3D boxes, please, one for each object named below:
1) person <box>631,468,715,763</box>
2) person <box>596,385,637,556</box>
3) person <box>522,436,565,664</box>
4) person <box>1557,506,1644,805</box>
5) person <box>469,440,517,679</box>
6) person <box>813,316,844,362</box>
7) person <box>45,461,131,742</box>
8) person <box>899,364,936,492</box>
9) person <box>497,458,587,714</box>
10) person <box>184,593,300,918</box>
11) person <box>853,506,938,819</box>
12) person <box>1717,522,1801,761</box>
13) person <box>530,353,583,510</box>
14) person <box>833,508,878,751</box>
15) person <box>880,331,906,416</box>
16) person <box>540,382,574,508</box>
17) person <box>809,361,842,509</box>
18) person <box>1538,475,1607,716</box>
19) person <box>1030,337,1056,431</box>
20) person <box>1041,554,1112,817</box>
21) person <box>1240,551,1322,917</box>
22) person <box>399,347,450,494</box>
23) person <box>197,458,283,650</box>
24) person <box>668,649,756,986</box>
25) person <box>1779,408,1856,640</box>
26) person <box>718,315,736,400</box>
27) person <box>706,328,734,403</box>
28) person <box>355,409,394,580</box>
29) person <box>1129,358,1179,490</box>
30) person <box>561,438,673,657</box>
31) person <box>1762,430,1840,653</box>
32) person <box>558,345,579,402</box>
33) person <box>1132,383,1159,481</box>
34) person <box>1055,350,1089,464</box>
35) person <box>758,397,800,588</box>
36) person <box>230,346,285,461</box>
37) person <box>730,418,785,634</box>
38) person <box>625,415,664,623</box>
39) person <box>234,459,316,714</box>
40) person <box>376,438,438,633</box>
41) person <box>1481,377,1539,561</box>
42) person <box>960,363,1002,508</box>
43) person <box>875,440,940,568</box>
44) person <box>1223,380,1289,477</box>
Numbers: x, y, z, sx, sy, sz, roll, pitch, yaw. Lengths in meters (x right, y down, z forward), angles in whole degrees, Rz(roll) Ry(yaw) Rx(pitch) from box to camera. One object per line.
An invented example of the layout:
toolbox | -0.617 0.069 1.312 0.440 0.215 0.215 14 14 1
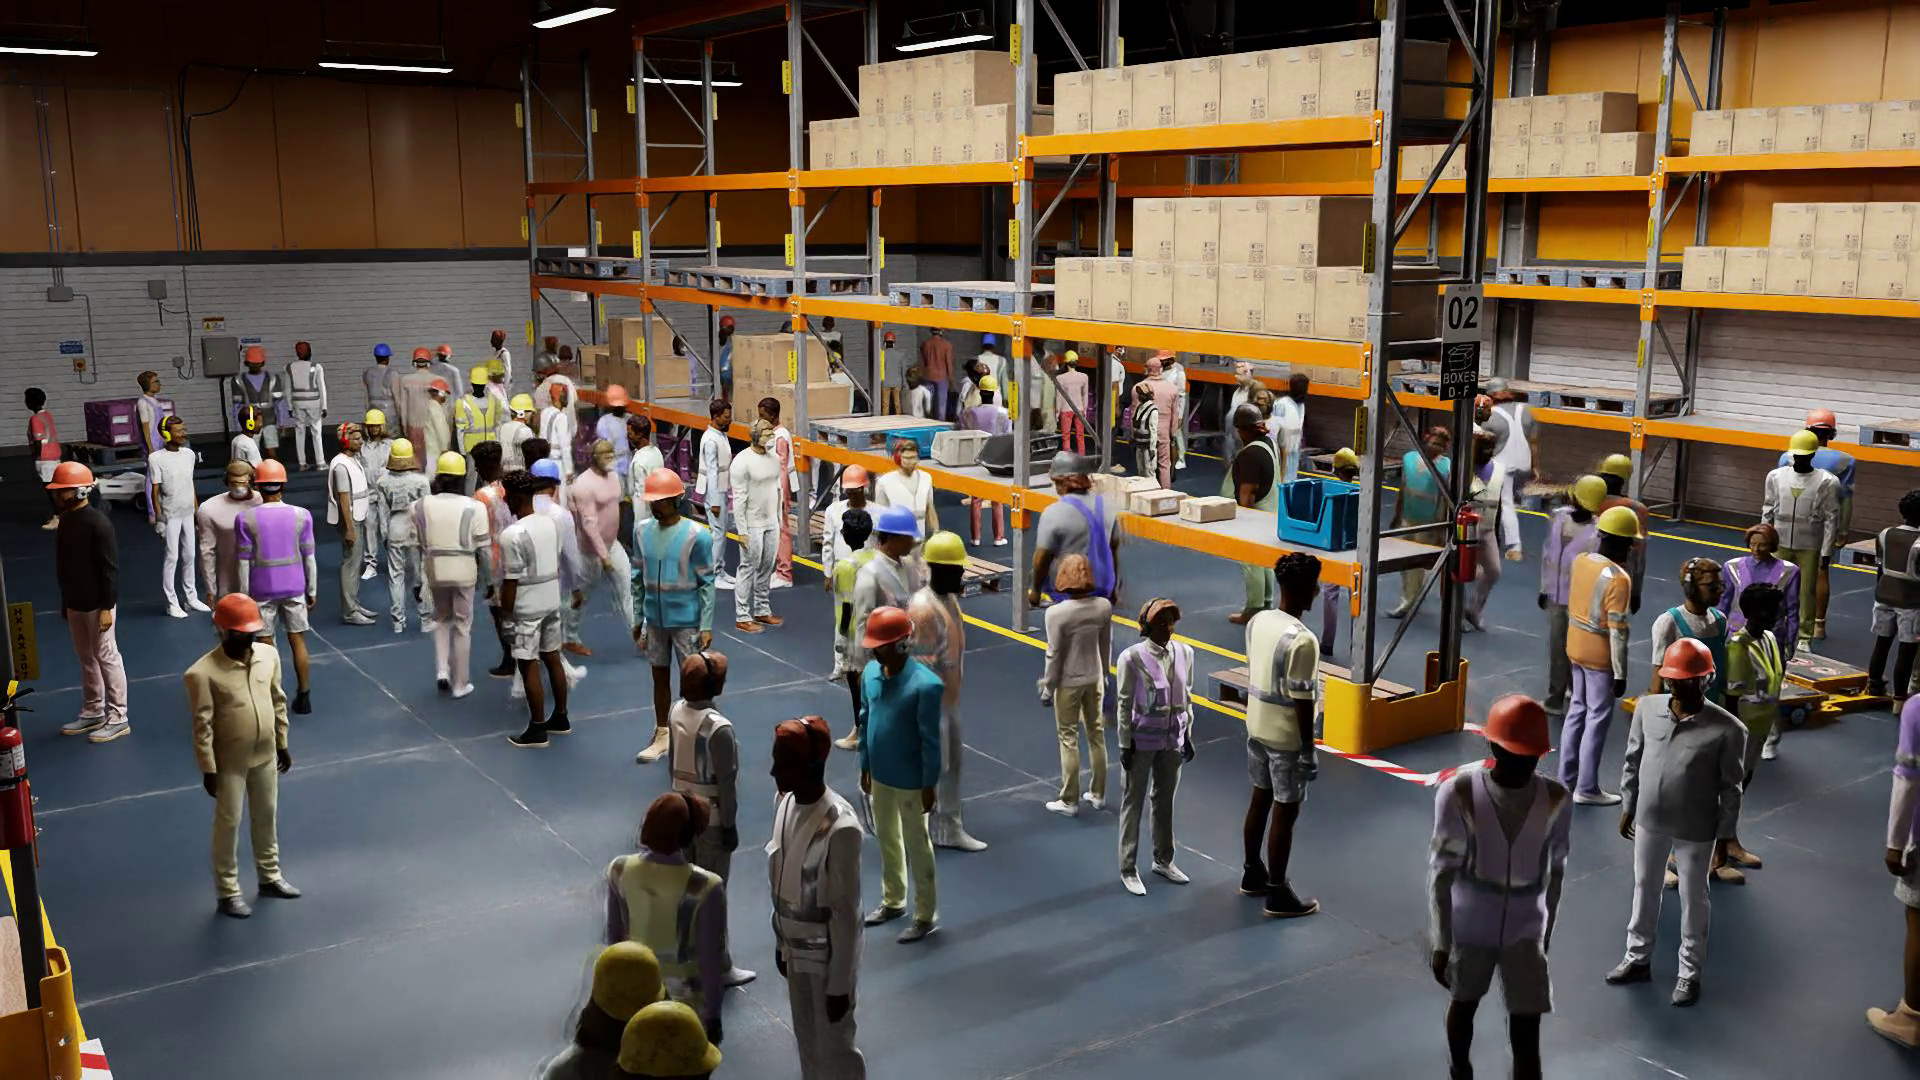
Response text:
person | -1.946 0.525 11.159 0.614 2.041 0.393 4 12 21
person | -3.667 -0.742 18.021 0.503 1.898 0.561 9 14 39
person | -3.561 0.078 13.726 0.727 1.934 0.671 6 13 28
person | 4.032 0.728 10.468 0.397 1.912 0.591 -2 11 -9
person | -3.685 0.163 13.285 0.418 1.940 0.608 4 12 19
person | -2.443 -3.247 30.969 0.568 1.845 0.386 1 11 4
person | -6.176 0.431 11.761 0.611 1.996 0.378 7 13 33
person | -0.538 -1.390 21.566 0.516 1.817 0.773 10 15 43
person | -3.148 0.327 12.590 0.619 1.872 0.972 6 12 27
person | -3.793 1.130 8.841 0.361 1.741 0.569 6 13 28
person | -0.383 0.749 10.385 0.660 1.909 0.633 5 12 25
person | 5.460 0.682 11.418 0.524 1.631 0.318 7 13 33
person | -5.202 -1.394 20.985 0.925 2.000 0.715 4 12 18
person | -0.706 0.617 11.576 0.316 1.695 0.542 5 12 24
person | -1.179 -2.647 28.131 0.561 1.753 0.330 -2 11 -11
person | -4.467 -0.812 18.440 0.395 1.872 0.602 -7 13 -30
person | -1.721 -1.328 20.993 0.652 1.906 0.402 -1 11 -3
person | 4.421 0.424 12.126 0.383 1.878 0.730 -5 12 -25
person | 1.260 -2.412 26.534 0.618 1.906 1.024 -6 12 -28
person | 0.725 0.897 10.306 0.503 1.632 0.271 -7 13 -32
person | 1.725 1.022 8.853 0.378 1.956 0.608 -4 12 -17
person | -7.025 -1.533 21.847 0.617 1.986 0.408 -4 12 -18
person | -5.311 0.339 12.399 0.627 1.933 0.373 -6 13 -29
person | -1.234 1.337 8.034 0.315 1.641 0.515 -9 14 -39
person | 7.472 -0.142 14.602 0.609 2.034 0.400 4 12 21
person | -3.992 -2.862 28.609 0.375 1.997 0.612 1 11 6
person | -4.040 -2.723 28.432 0.620 1.808 0.900 2 11 10
person | -5.932 -0.464 16.986 0.484 1.746 0.288 -2 11 -8
person | 2.449 -1.361 21.167 0.652 1.904 0.404 -3 11 -15
person | -2.941 0.086 13.837 1.054 1.874 0.635 4 12 21
person | 7.064 0.023 14.054 0.586 1.919 0.398 10 15 42
person | -6.469 -2.388 27.191 0.497 1.603 0.544 -1 11 -4
person | 2.322 -1.148 20.784 0.313 1.634 0.514 -4 12 -20
person | 1.607 -1.853 24.032 0.522 1.772 0.303 -4 12 -21
person | -1.820 -0.480 16.658 0.399 1.906 0.603 -3 12 -17
person | -9.114 -1.512 21.640 0.610 2.030 0.418 -7 13 -32
person | -1.792 -0.129 14.815 0.359 1.931 0.634 7 13 31
person | -2.834 -0.189 15.172 0.391 1.911 0.582 1 11 5
person | -5.053 0.361 12.314 0.552 1.923 0.390 -7 13 -31
person | -4.913 -0.039 14.810 0.492 1.745 0.291 0 11 0
person | 5.918 -0.835 18.128 0.737 2.000 1.035 -4 12 -20
person | 0.259 -1.331 21.180 0.429 1.844 0.627 -8 14 -36
person | -0.383 0.060 14.134 0.571 1.815 0.825 -10 15 -42
person | 3.295 -0.877 18.810 0.647 1.881 1.057 -6 13 -29
